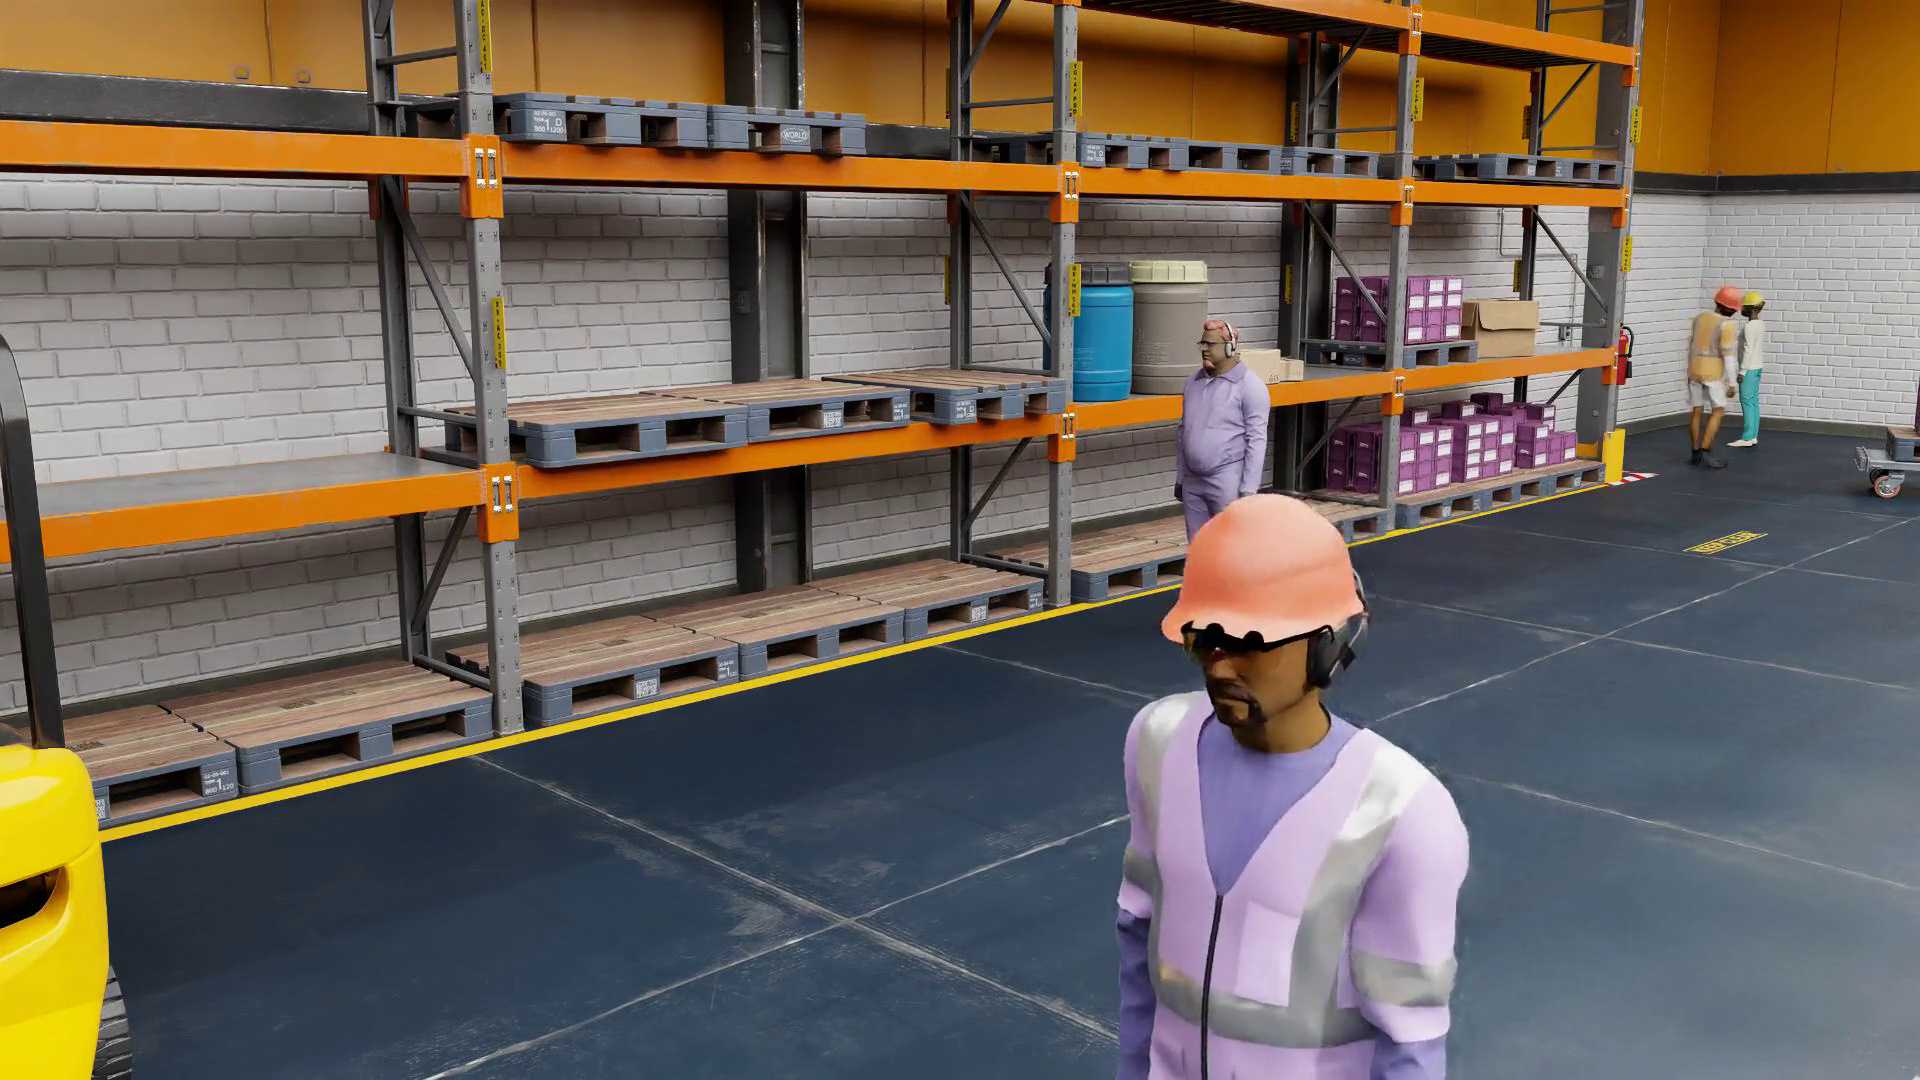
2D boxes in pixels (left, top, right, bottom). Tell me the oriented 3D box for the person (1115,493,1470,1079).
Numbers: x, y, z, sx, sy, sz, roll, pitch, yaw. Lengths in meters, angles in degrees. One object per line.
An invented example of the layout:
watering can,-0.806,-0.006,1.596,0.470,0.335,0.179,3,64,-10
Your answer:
person,0.450,0.929,2.610,0.421,2.029,0.646,-10,14,-44

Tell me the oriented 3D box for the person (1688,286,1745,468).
person,7.797,-1.691,17.293,0.452,1.894,0.662,-4,11,-20

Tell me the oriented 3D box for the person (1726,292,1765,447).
person,8.979,-1.940,18.972,0.319,1.767,0.534,9,14,40

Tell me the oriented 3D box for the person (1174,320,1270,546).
person,1.519,-0.357,9.952,0.406,1.911,0.639,-8,13,-39

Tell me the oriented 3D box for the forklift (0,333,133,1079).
forklift,-3.289,0.485,4.582,1.214,2.155,2.313,-10,14,-44
